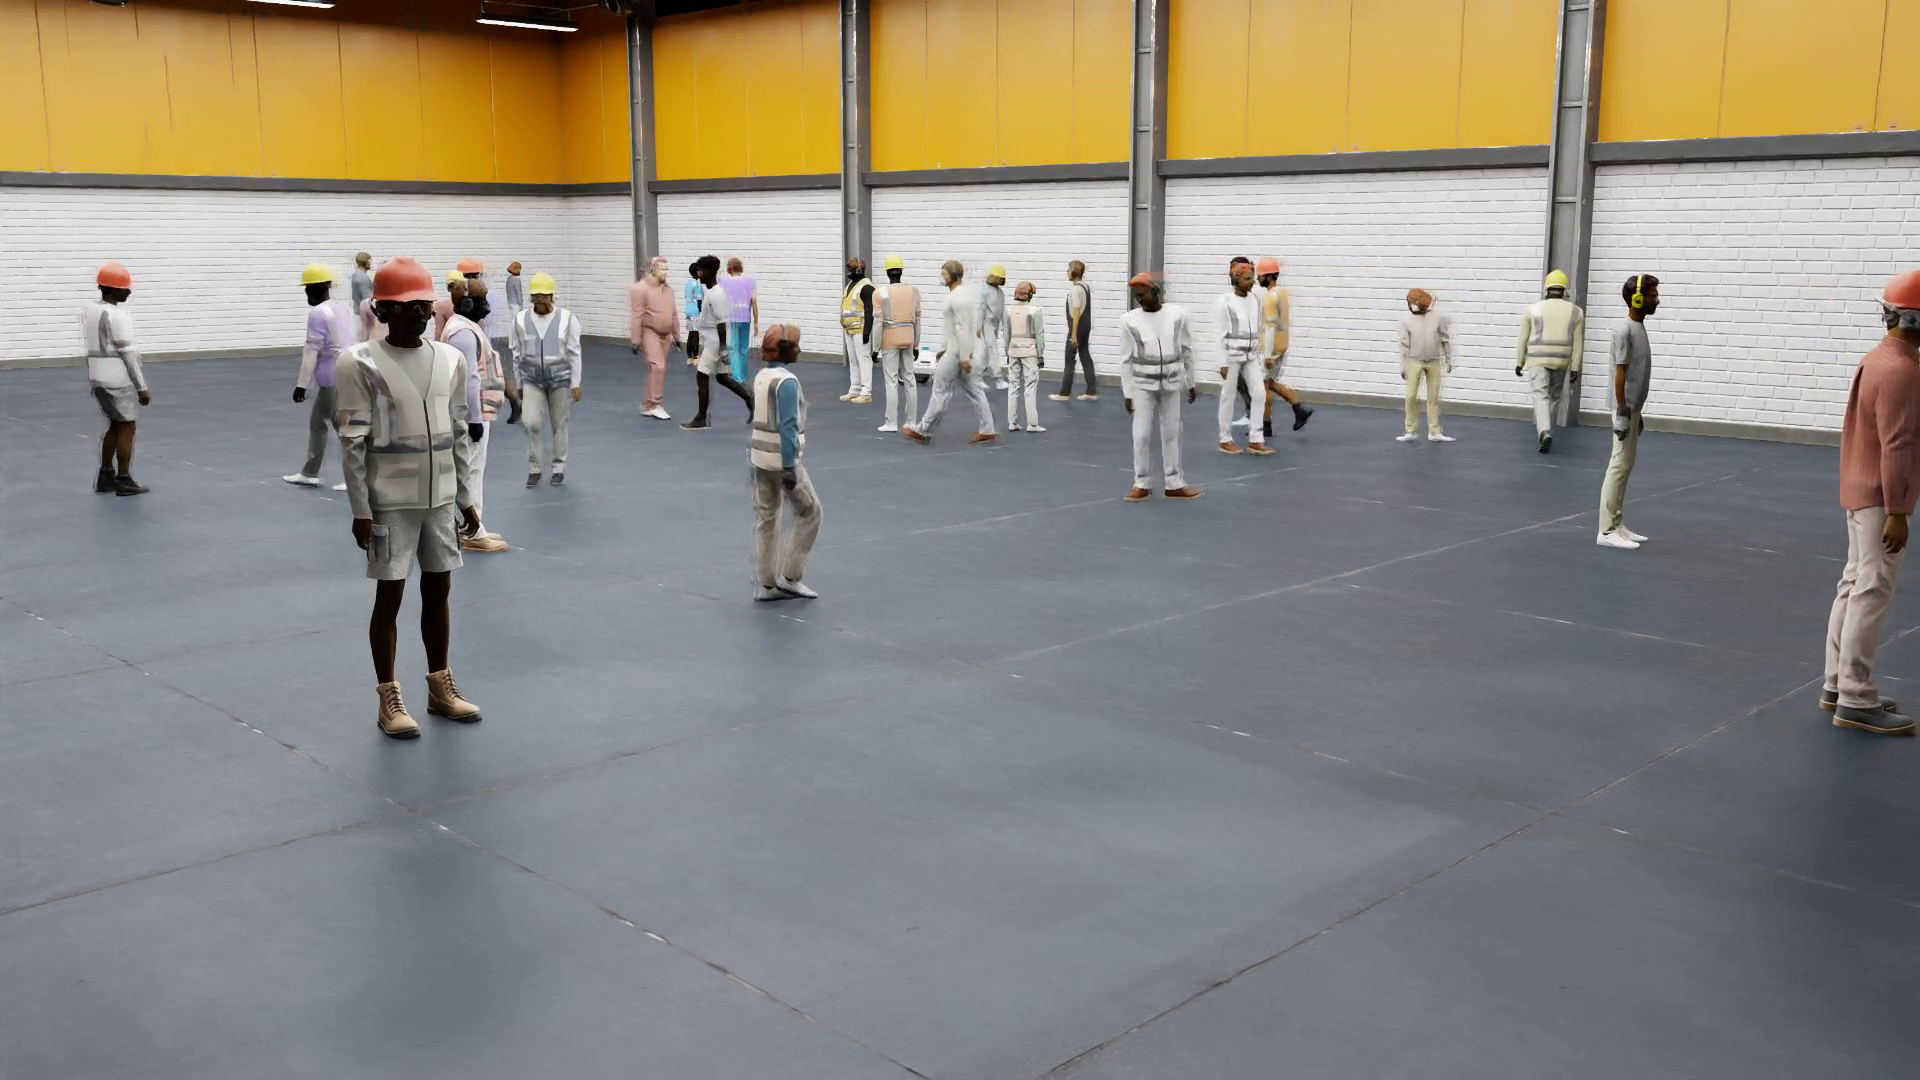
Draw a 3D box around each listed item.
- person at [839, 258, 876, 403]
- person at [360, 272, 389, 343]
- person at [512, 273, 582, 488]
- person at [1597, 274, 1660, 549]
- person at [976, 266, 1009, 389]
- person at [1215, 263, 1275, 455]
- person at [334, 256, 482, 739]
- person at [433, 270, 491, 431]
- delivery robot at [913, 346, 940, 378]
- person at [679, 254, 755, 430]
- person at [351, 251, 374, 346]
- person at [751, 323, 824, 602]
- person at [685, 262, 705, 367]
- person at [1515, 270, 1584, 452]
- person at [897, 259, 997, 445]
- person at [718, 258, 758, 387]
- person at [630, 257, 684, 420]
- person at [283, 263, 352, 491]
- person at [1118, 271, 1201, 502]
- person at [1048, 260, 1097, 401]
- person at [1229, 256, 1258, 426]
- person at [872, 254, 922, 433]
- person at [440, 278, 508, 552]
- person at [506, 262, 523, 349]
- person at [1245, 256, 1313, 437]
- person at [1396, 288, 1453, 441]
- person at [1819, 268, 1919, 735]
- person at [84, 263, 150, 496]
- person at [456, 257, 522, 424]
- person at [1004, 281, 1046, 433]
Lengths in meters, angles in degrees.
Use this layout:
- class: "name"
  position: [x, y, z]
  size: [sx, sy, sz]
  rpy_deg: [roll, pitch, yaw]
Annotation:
- class: "person"
  position: [-1.319, -2.673, 21.265]
  size: [0.429, 1.843, 0.633]
  rpy_deg: [-6, 12, -29]
- class: "person"
  position: [-6.515, -2.189, 18.868]
  size: [0.532, 1.753, 0.378]
  rpy_deg: [-3, 11, -15]
- class: "person"
  position: [-3.488, -1.334, 14.032]
  size: [0.597, 1.808, 0.617]
  rpy_deg: [-1, 10, -5]
- class: "person"
  position: [4.607, -0.881, 11.420]
  size: [0.314, 1.868, 0.536]
  rpy_deg: [7, 12, 32]
- class: "person"
  position: [0.524, -2.937, 23.054]
  size: [0.824, 1.697, 0.501]
  rpy_deg: [7, 13, 35]
- class: "person"
  position: [2.774, -1.732, 16.065]
  size: [0.620, 1.859, 0.757]
  rpy_deg: [-6, 12, -30]
- class: "person"
  position: [-2.340, -0.185, 7.146]
  size: [0.371, 2.044, 0.608]
  rpy_deg: [8, 13, 39]
- class: "person"
  position: [-5.393, -2.016, 17.952]
  size: [0.557, 1.752, 0.413]
  rpy_deg: [-7, 12, -32]
- class: "delivery robot"
  position: [-0.490, -2.511, 23.628]
  size: [0.707, 0.478, 0.477]
  rpy_deg: [8, 13, 34]
- class: "person"
  position: [-2.621, -2.173, 18.306]
  size: [0.894, 1.936, 0.609]
  rpy_deg: [-1, 10, -7]
- class: "person"
  position: [-8.929, -3.346, 24.773]
  size: [0.965, 1.908, 0.635]
  rpy_deg: [-4, 11, -22]
- class: "person"
  position: [-0.994, -0.442, 9.670]
  size: [0.457, 1.619, 0.544]
  rpy_deg: [-5, 12, -27]
- class: "person"
  position: [-4.315, -3.681, 27.145]
  size: [0.319, 1.698, 0.539]
  rpy_deg: [-6, 12, -29]
- class: "person"
  position: [5.864, -1.781, 16.527]
  size: [0.588, 1.799, 0.880]
  rpy_deg: [1, 10, 4]
- class: "person"
  position: [-0.096, -1.897, 16.922]
  size: [1.029, 1.884, 0.640]
  rpy_deg: [1, 10, 6]
- class: "person"
  position: [-3.154, -3.050, 23.402]
  size: [0.590, 1.806, 0.803]
  rpy_deg: [-3, 11, -17]
- class: "person"
  position: [-3.475, -2.344, 19.386]
  size: [0.725, 1.878, 0.645]
  rpy_deg: [6, 12, 28]
- class: "person"
  position: [-5.369, -1.341, 13.854]
  size: [0.874, 1.892, 0.610]
  rpy_deg: [-1, 10, -4]
- class: "person"
  position: [1.628, -1.213, 13.295]
  size: [0.738, 1.863, 0.350]
  rpy_deg: [-1, 10, -7]
- class: "person"
  position: [1.492, -2.694, 21.466]
  size: [0.509, 1.843, 0.522]
  rpy_deg: [5, 12, 25]
- class: "person"
  position: [3.196, -2.219, 18.642]
  size: [0.452, 1.900, 0.606]
  rpy_deg: [2, 11, 10]
- class: "person"
  position: [-0.696, -2.125, 18.055]
  size: [0.588, 1.923, 0.383]
  rpy_deg: [-6, 12, -29]
- class: "person"
  position: [-3.303, -0.845, 11.297]
  size: [0.430, 1.845, 0.624]
  rpy_deg: [-3, 11, -18]
- class: "person"
  position: [-8.341, -4.402, 31.257]
  size: [0.289, 1.632, 0.507]
  rpy_deg: [-8, 13, -39]
- class: "person"
  position: [3.352, -2.022, 17.521]
  size: [0.606, 1.916, 0.578]
  rpy_deg: [5, 12, 27]
- class: "person"
  position: [4.836, -1.795, 17.146]
  size: [0.635, 1.597, 0.331]
  rpy_deg: [1, 10, 7]
- class: "person"
  position: [4.026, -0.171, 7.210]
  size: [0.400, 1.989, 0.623]
  rpy_deg: [4, 11, 18]
- class: "person"
  position: [-6.951, -1.305, 13.680]
  size: [0.630, 1.896, 0.376]
  rpy_deg: [9, 14, 40]
- class: "person"
  position: [-5.364, -2.221, 18.648]
  size: [0.935, 1.905, 0.546]
  rpy_deg: [-1, 10, -3]
- class: "person"
  position: [0.698, -1.982, 18.052]
  size: [0.511, 1.640, 0.308]
  rpy_deg: [8, 13, 36]
